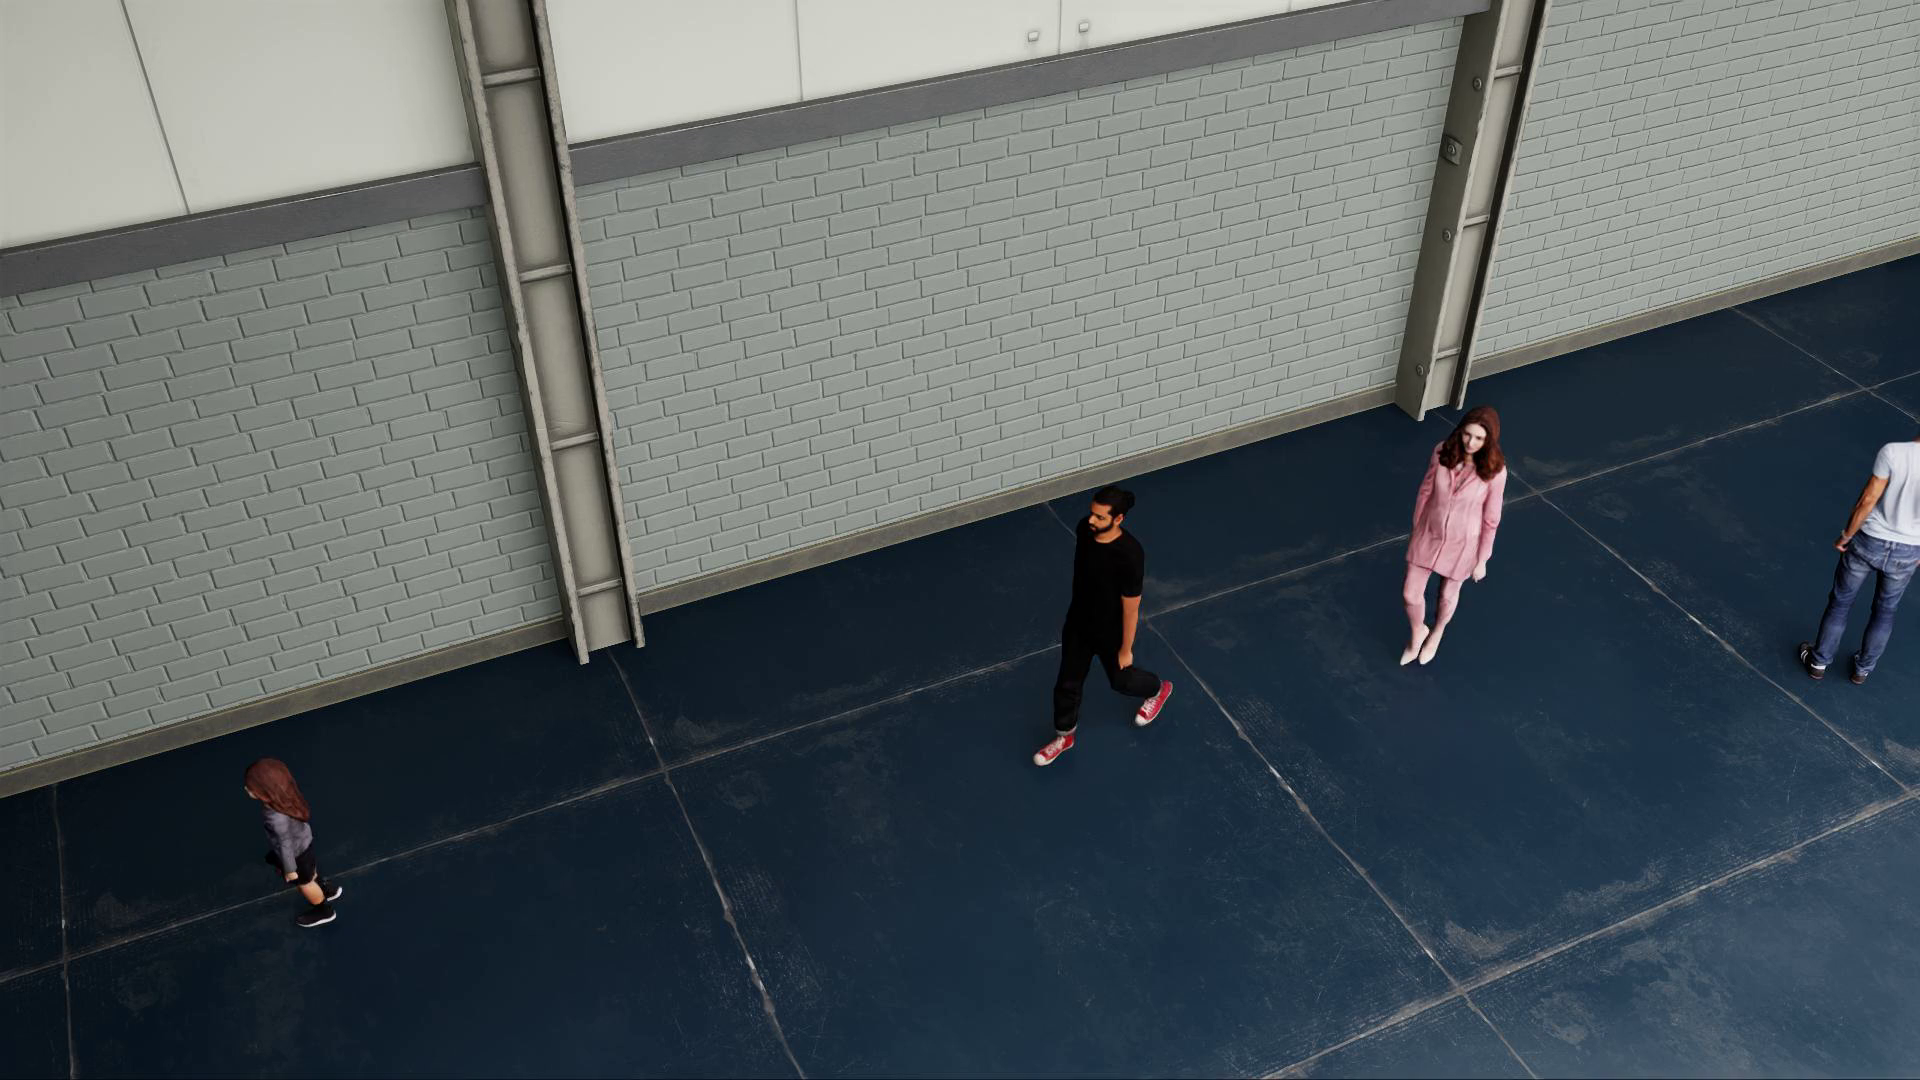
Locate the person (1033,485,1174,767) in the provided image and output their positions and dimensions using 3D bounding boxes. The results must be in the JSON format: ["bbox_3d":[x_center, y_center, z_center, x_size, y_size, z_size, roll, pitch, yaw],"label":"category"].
[{"bbox_3d":[0.814,0.411,8.688,1.176,1.737,0.825,-27,45,-30],"label":"person"}]

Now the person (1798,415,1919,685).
[{"bbox_3d":[5.068,0.017,9.088,0.706,1.865,0.773,11,39,14],"label":"person"}]

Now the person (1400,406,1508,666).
[{"bbox_3d":[2.746,-0.036,9.222,0.774,1.784,0.818,23,43,26],"label":"person"}]

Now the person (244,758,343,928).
[{"bbox_3d":[-3.131,1.423,7.914,0.491,1.097,0.483,-15,40,-18],"label":"person"}]
